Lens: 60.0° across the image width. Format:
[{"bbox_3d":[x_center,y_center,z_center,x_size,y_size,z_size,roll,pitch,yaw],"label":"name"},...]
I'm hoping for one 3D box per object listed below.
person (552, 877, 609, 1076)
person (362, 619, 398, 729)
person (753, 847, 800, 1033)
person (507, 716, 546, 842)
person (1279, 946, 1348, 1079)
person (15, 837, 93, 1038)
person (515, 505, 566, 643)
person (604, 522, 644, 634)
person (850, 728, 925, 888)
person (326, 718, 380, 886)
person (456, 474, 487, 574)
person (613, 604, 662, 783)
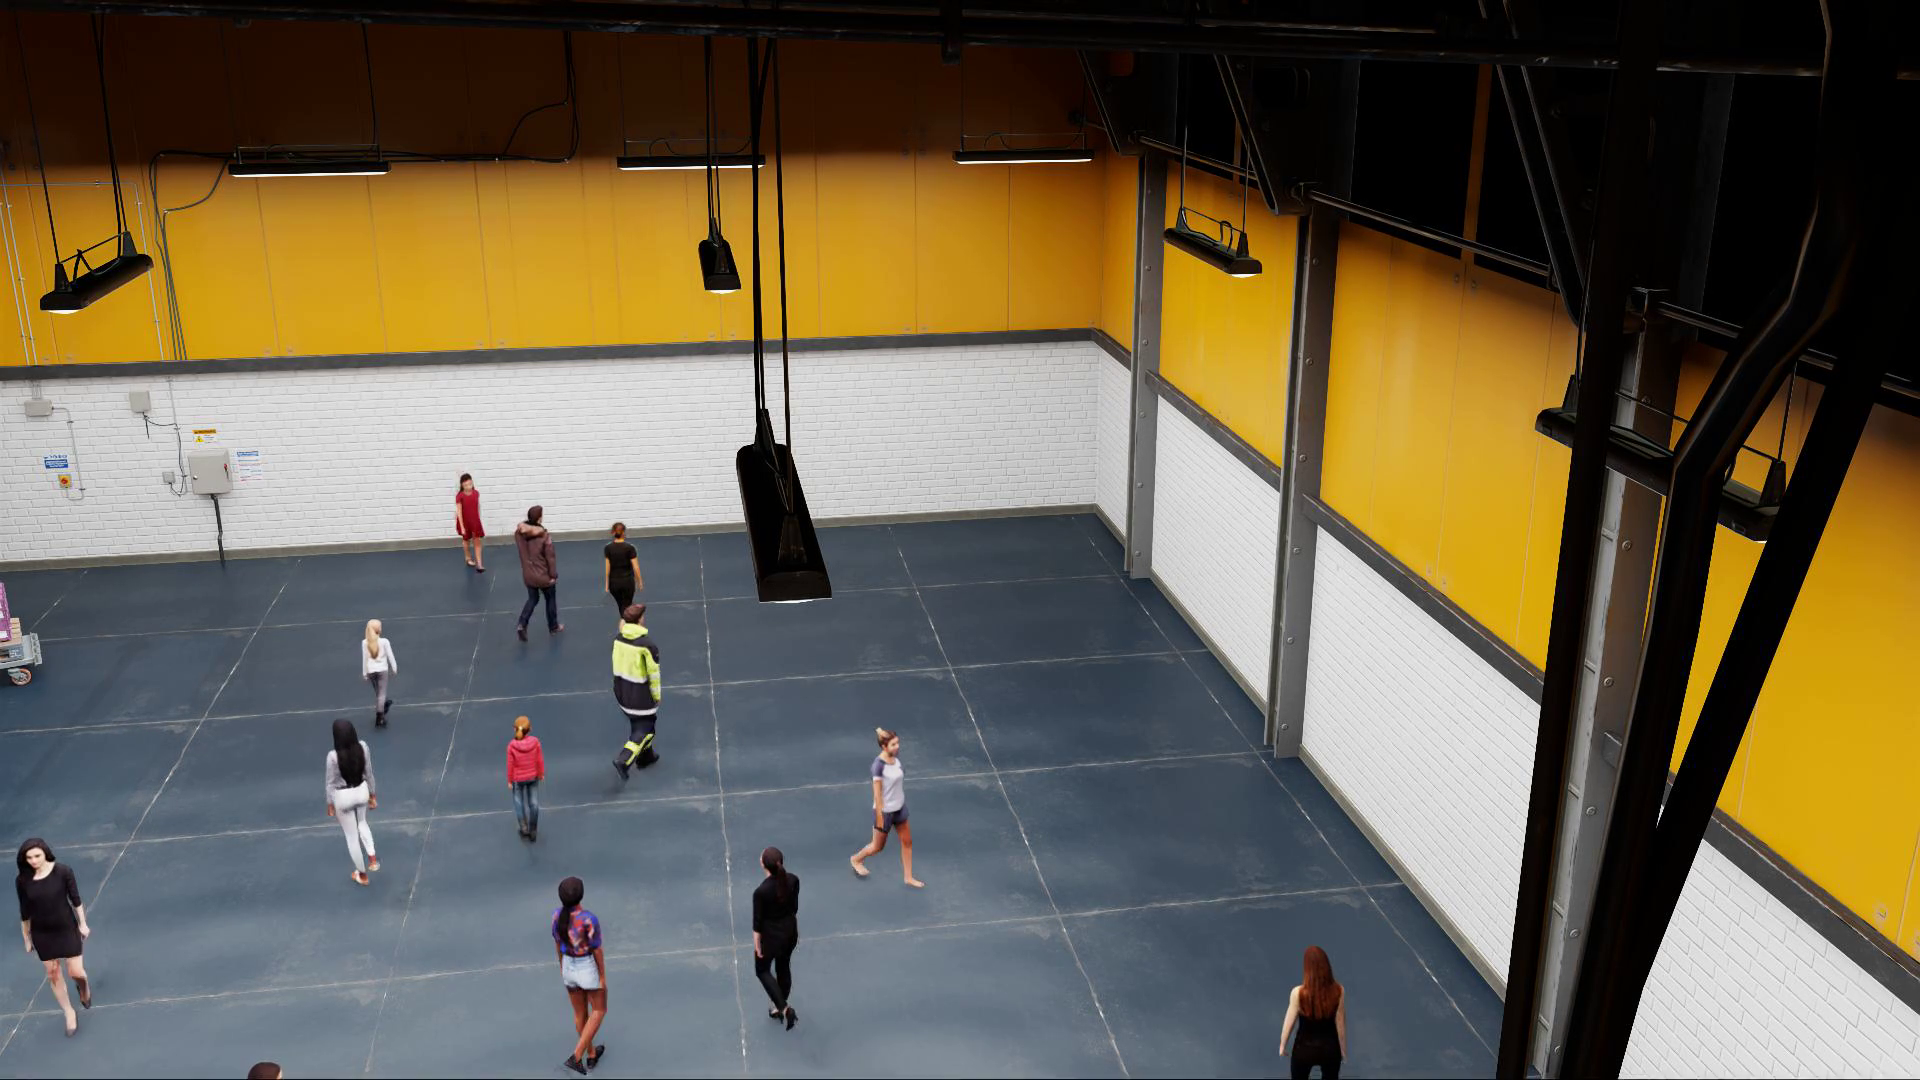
[{"bbox_3d":[-2.994,3.441,12.989,0.813,1.731,0.944,6,19,17],"label":"person"},{"bbox_3d":[-6.776,1.567,19.315,0.630,1.245,0.943,1,19,3],"label":"person"},{"bbox_3d":[-1.460,3.291,13.567,0.798,1.647,0.912,-14,23,-35],"label":"person"},{"bbox_3d":[-4.347,2.420,16.688,0.580,1.306,0.569,-8,20,-23],"label":"person"},{"bbox_3d":[2.587,3.750,12.087,0.659,1.722,0.610,0,19,0],"label":"person"},{"bbox_3d":[-7.375,3.199,13.615,0.644,1.791,0.703,-5,19,-15],"label":"person"},{"bbox_3d":[-5.559,0.460,21.695,1.053,1.824,1.191,7,20,20],"label":"person"},{"bbox_3d":[-4.395,0.616,21.544,0.845,1.626,1.186,3,19,8],"label":"person"},{"bbox_3d":[-0.740,2.552,15.844,1.040,1.594,1.007,11,22,31],"label":"person"},{"bbox_3d":[-5.731,2.509,15.783,0.762,1.716,0.711,15,24,38],"label":"person"},{"bbox_3d":[-7.191,-0.266,24.380,0.794,1.488,1.147,-12,22,-33],"label":"person"},{"bbox_3d":[-3.537,1.662,17.919,1.146,1.956,1.220,11,22,30],"label":"person"}]
